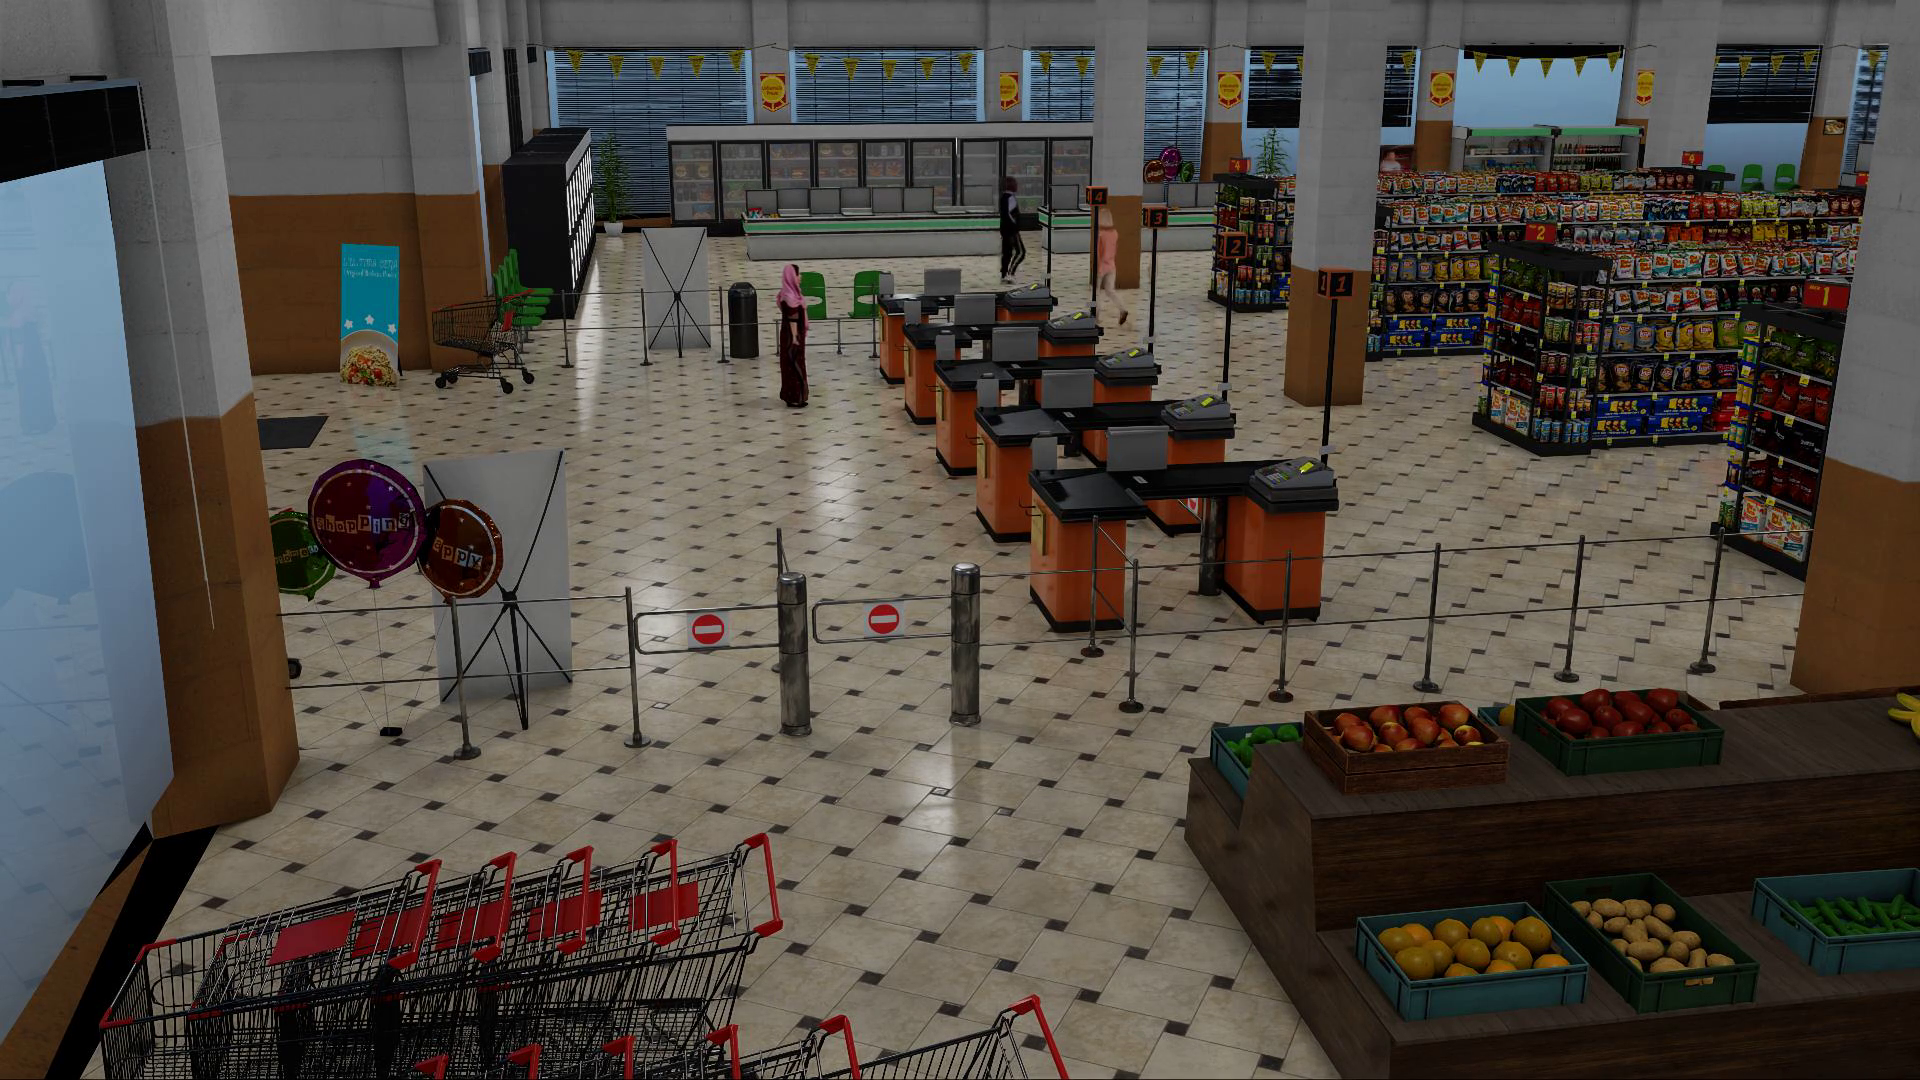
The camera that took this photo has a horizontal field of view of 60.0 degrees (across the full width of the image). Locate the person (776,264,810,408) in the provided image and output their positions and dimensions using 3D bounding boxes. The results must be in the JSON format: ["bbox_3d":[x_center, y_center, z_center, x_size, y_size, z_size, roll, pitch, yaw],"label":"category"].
[{"bbox_3d":[-1.924,-2.358,19.112,0.602,1.639,0.670,-2,17,-5],"label":"person"}]

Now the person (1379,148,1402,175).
[{"bbox_3d":[9.115,-7.389,35.336,0.975,1.838,0.928,-15,22,-40],"label":"person"}]

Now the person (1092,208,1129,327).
[{"bbox_3d":[2.159,-3.945,24.231,1.072,1.701,0.964,-12,21,-34],"label":"person"}]

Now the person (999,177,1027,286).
[{"bbox_3d":[0.773,-5.260,28.359,0.717,1.819,0.738,-8,19,-24],"label":"person"}]
